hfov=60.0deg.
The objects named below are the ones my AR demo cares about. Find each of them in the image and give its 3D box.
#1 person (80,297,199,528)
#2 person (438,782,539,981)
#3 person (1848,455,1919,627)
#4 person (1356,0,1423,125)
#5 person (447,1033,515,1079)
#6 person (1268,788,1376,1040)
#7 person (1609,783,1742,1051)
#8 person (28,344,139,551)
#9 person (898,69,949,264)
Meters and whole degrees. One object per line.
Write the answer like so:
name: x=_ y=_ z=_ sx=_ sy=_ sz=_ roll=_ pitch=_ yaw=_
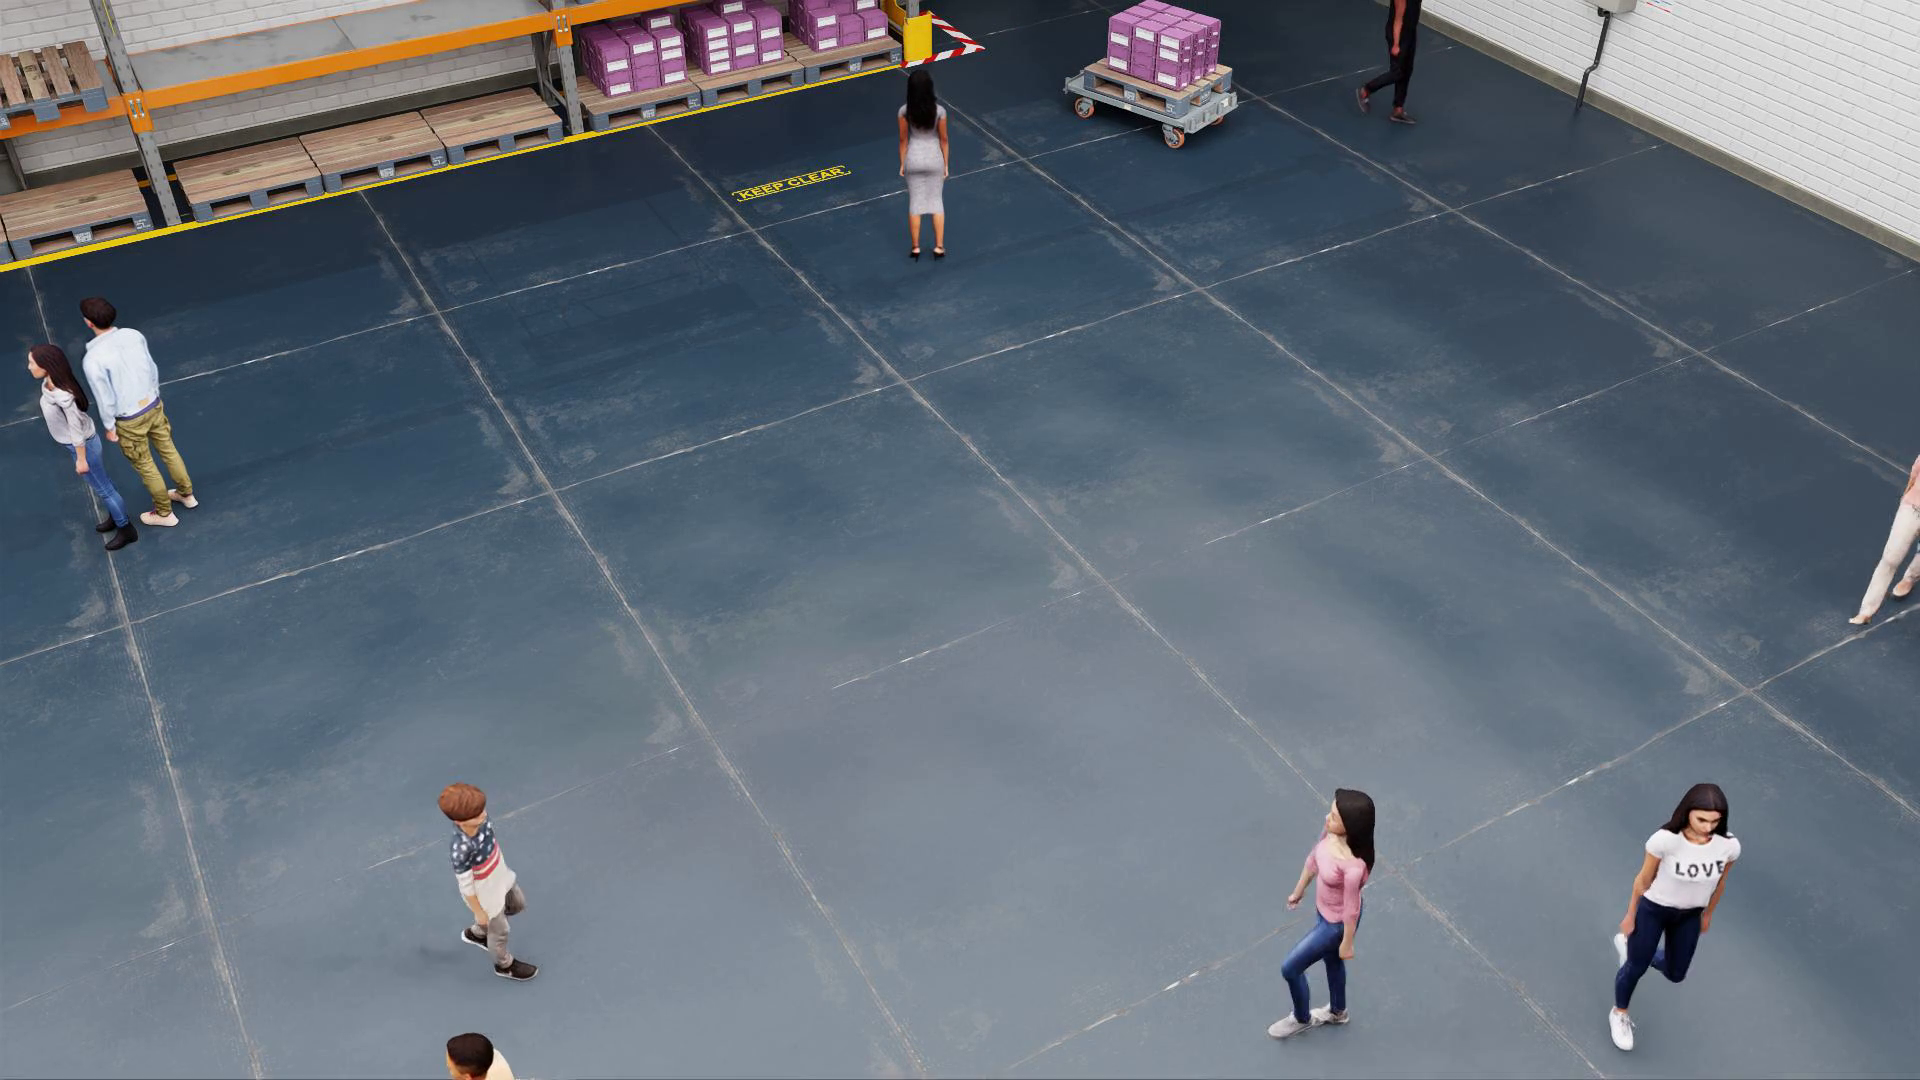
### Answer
person: x=-5.798 y=-0.906 z=11.691 sx=0.814 sy=1.812 sz=0.729 roll=13 pitch=40 yaw=16
person: x=-2.521 y=1.771 z=8.646 sx=0.767 sy=1.429 sz=0.697 roll=4 pitch=39 yaw=5
person: x=6.422 y=-0.208 z=10.931 sx=1.175 sy=1.669 sz=0.769 roll=-29 pitch=47 yaw=-31
person: x=4.457 y=-5.144 z=17.000 sx=0.979 sy=1.809 sz=0.980 roll=23 pitch=44 yaw=26
person: x=-1.994 y=2.687 z=7.491 sx=0.963 sy=1.439 sz=0.762 roll=-4 pitch=39 yaw=-6
person: x=1.938 y=1.868 z=8.283 sx=0.795 sy=1.730 sz=0.723 roll=1 pitch=39 yaw=2
person: x=3.507 y=1.811 z=8.328 sx=0.862 sy=1.763 sz=0.882 roll=1 pitch=39 yaw=2
person: x=-6.077 y=-0.665 z=11.532 sx=0.525 sy=1.633 sz=0.614 roll=-23 pitch=44 yaw=-26
person: x=-0.318 y=-3.294 z=14.706 sx=0.636 sy=1.780 sz=0.735 roll=1 pitch=39 yaw=1
